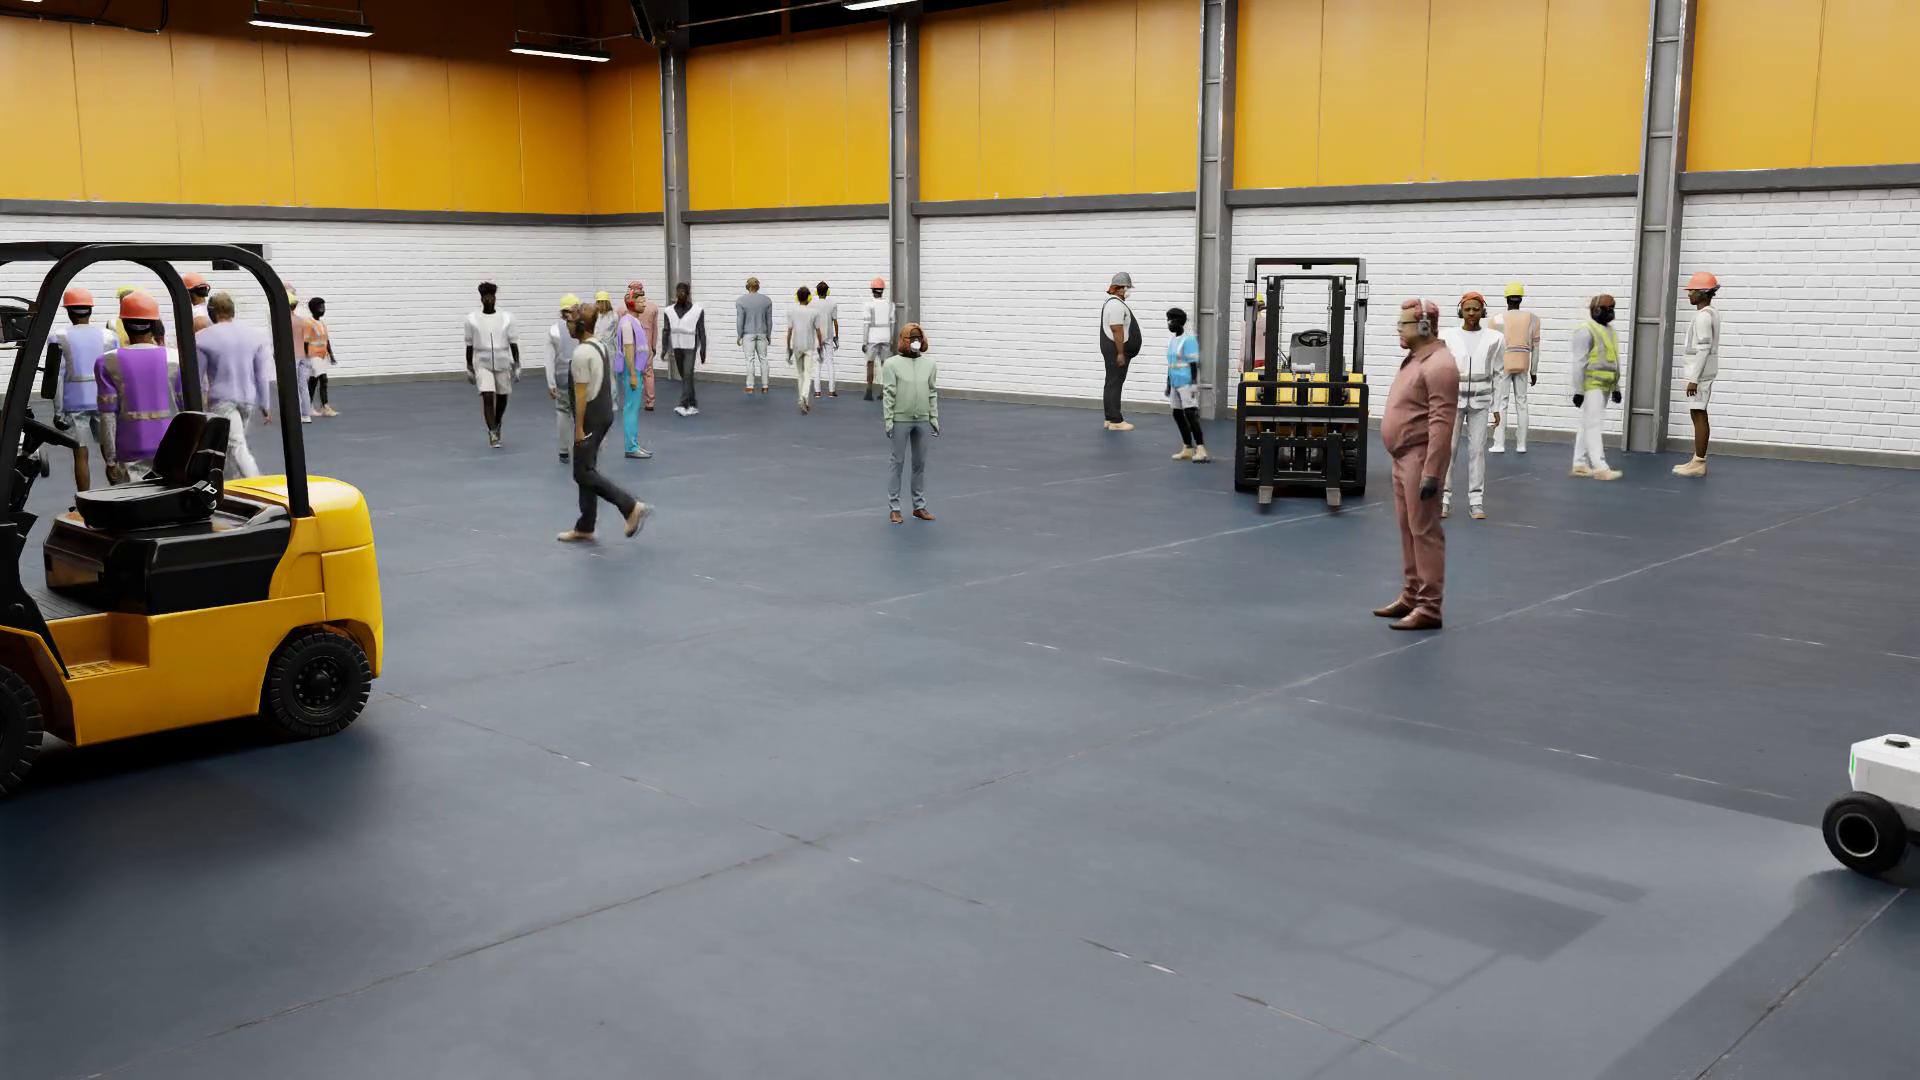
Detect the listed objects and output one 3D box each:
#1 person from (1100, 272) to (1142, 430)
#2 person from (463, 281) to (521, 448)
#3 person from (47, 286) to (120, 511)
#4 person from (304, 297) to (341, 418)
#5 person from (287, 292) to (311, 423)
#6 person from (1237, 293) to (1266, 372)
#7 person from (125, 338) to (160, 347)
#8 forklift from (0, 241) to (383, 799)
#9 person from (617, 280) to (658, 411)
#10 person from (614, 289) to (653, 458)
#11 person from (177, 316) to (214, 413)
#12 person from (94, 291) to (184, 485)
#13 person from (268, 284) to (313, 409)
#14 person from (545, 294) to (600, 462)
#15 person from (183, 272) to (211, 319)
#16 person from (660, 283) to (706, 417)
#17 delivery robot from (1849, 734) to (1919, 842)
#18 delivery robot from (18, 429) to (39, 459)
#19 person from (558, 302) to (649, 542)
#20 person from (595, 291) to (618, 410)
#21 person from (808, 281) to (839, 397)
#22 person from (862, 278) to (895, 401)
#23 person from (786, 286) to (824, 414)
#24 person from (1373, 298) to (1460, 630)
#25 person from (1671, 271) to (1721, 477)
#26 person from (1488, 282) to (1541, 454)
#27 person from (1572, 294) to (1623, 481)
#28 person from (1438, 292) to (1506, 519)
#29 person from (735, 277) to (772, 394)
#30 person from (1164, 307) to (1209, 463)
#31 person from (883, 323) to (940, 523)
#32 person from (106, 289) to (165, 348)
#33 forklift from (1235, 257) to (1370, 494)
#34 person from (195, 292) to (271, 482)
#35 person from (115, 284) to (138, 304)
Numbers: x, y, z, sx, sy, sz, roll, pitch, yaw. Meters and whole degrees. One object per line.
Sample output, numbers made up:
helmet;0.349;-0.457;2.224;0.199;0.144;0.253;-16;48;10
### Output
person;2.082;-2.449;21.527;0.537;2.000;0.675;0;9;-2
person;-5.486;-2.064;19.504;0.617;1.939;0.904;-4;10;-21
person;-7.145;-1.106;13.616;0.551;1.932;0.378;-8;12;-41
person;-8.862;-2.530;23.124;0.691;1.668;0.535;0;9;1
person;-8.878;-2.406;22.104;0.318;1.768;0.525;1;9;8
person;3.811;-2.309;21.519;0.533;1.765;0.326;-5;10;-28
person;-5.777;-0.654;11.888;0.864;1.586;0.526;-3;10;-16
forklift;-3.706;-0.171;7.093;1.214;2.155;2.313;9;13;43
person;-4.700;-2.815;24.182;0.641;1.908;0.407;-7;12;-38
person;-3.598;-1.822;18.271;0.388;1.847;0.563;-1;9;-5
person;-6.957;-1.249;15.398;0.523;1.638;0.311;-6;11;-33
person;-4.957;-0.546;10.178;0.542;1.938;0.357;-5;11;-30
person;-9.884;-2.857;24.656;0.631;1.858;1.022;-8;12;-40
person;-4.105;-1.697;17.665;0.609;1.797;0.863;-3;10;-19
person;-8.026;-1.813;17.641;0.394;2.038;0.605;1;9;4
person;-3.894;-2.667;23.385;0.591;1.866;1.006;3;10;17
delivery robot;3.398;0.846;5.584;0.477;0.478;0.707;-6;11;-31
delivery robot;-9.396;-0.950;16.594;0.477;0.478;0.707;-5;11;-29
person;-2.707;-0.868;12.493;0.663;1.831;0.511;1;9;5
person;-5.220;-2.766;24.377;0.490;1.746;0.286;0;9;-2
person;-2.207;-3.236;26.876;0.513;1.872;0.328;-1;9;-4
person;-1.300;-3.146;26.195;0.579;1.928;0.387;-5;10;-27
person;-2.247;-2.738;23.943;0.524;1.842;0.874;1;9;7
person;2.627;-0.437;9.609;0.403;1.904;0.651;0;9;0
person;7.373;-1.651;16.629;0.374;2.044;0.605;5;11;29
person;6.189;-1.928;18.686;0.594;1.922;0.385;0;9;1
person;6.326;-1.502;16.423;0.643;1.844;0.519;-9;13;-44
person;4.209;-1.112;13.814;0.576;1.882;0.355;2;9;11
person;-3.425;-3.399;27.662;0.629;1.940;0.378;-4;10;-24
person;2.415;-1.672;17.924;0.343;1.658;0.645;-4;10;-22
person;-0.397;-0.959;13.636;0.499;1.634;0.279;-5;11;-29
person;-9.295;-1.898;18.763;0.635;1.841;0.429;-1;9;-8
forklift;3.309;-1.629;16.029;1.214;2.155;2.313;2;9;11
person;-6.168;-1.155;14.114;1.031;1.891;0.641;7;12;37
person;-10.360;-2.295;21.062;0.903;1.895;0.597;2;9;10
